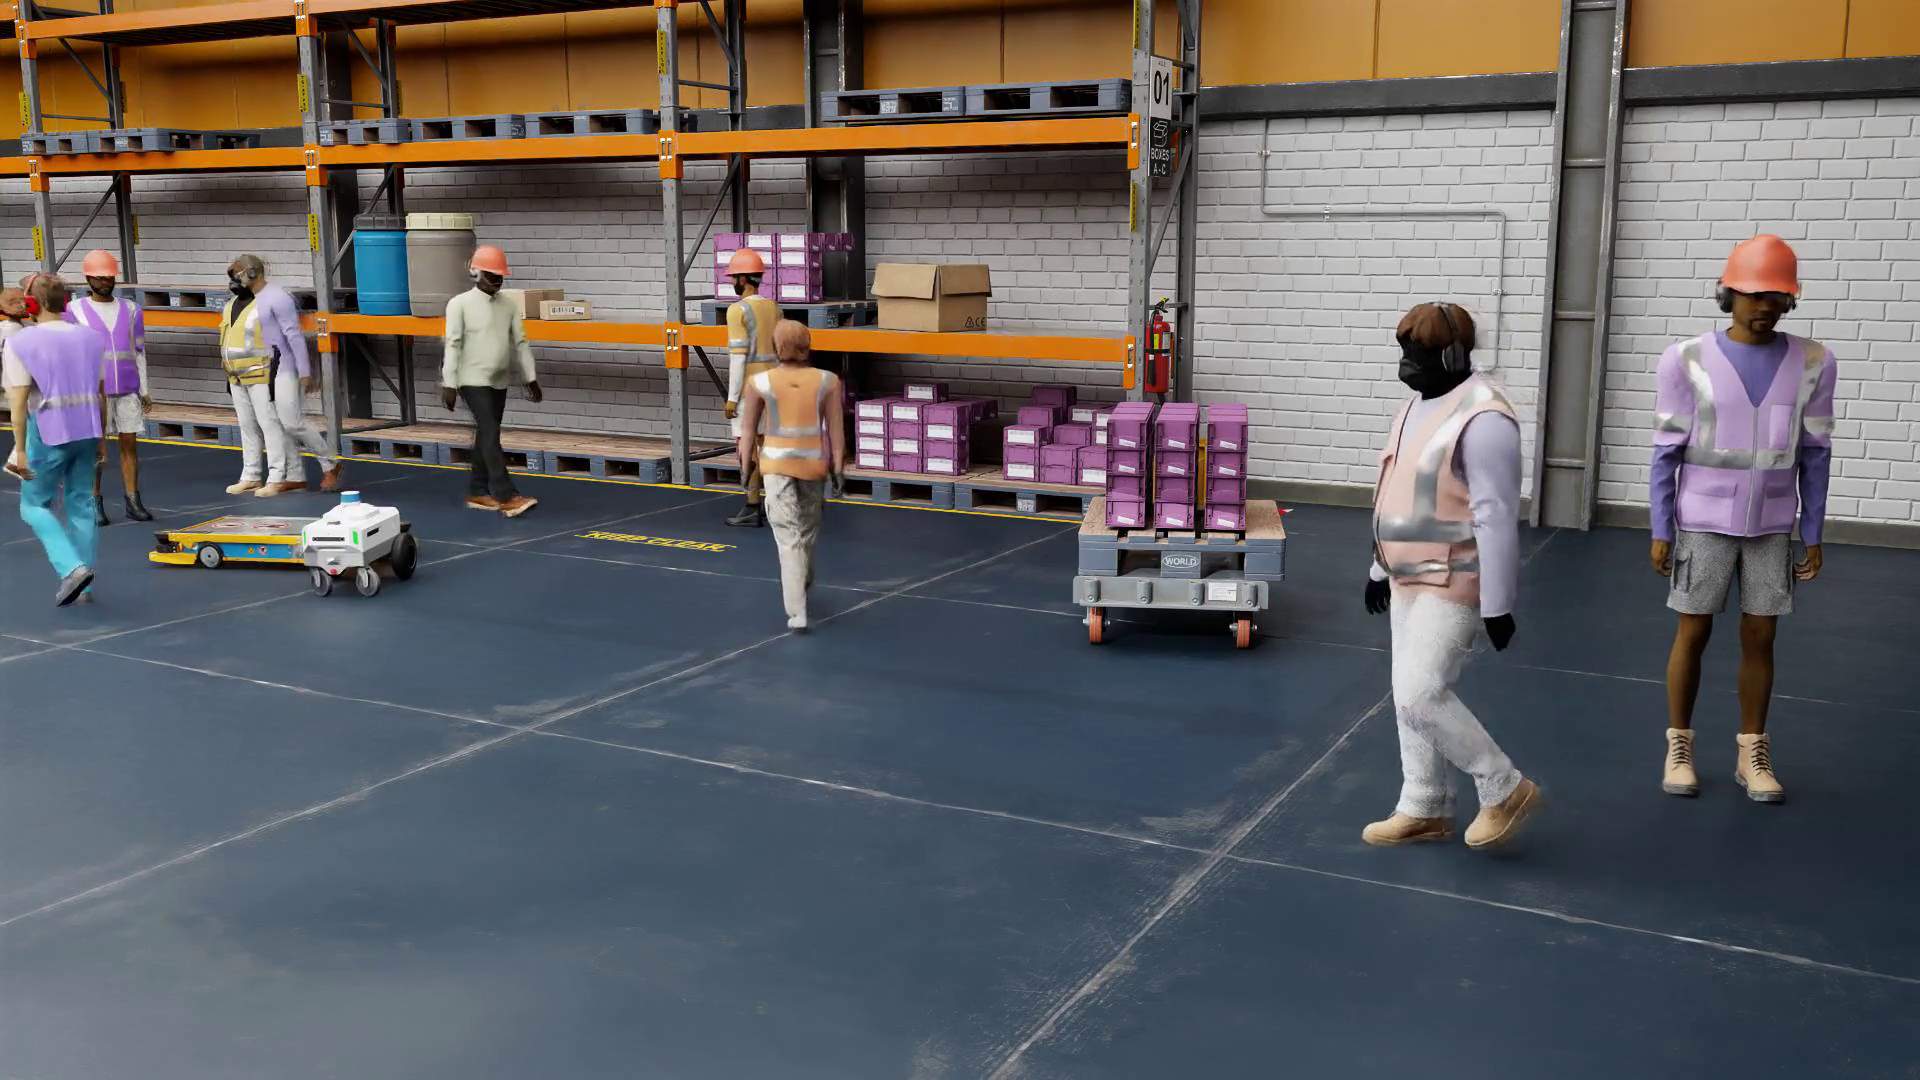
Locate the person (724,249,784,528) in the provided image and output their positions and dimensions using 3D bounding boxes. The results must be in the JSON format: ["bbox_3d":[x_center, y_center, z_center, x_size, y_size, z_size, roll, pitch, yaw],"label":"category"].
[{"bbox_3d":[-1.463,-1.051,11.641,0.392,1.938,0.553,6,12,28],"label":"person"}]

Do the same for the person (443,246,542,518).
[{"bbox_3d":[-3.333,-1.142,12.061,0.933,1.948,0.664,6,12,30],"label":"person"}]

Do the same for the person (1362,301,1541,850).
[{"bbox_3d":[1.567,0.142,5.391,0.461,1.825,0.650,-1,10,-5],"label":"person"}]

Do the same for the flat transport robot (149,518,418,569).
[{"bbox_3d":[-4.217,0.005,10.397,1.431,0.197,0.652,1,10,8],"label":"flat transport robot"}]

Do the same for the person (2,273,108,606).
[{"bbox_3d":[-4.883,-0.531,9.054,0.438,1.827,0.575,6,12,30],"label":"person"}]

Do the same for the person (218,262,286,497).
[{"bbox_3d":[-5.533,-1.257,13.010,0.619,1.845,0.430,6,12,31],"label":"person"}]

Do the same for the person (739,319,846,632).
[{"bbox_3d":[-0.889,-0.358,8.742,0.538,1.585,0.851,-3,11,-16],"label":"person"}]

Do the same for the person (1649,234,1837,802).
[{"bbox_3d":[2.786,-0.063,5.958,0.608,2.032,0.409,2,10,8],"label":"person"}]

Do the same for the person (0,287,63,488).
[{"bbox_3d":[-7.499,-1.214,13.363,0.426,1.628,0.521,-2,11,-12],"label":"person"}]

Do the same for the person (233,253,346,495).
[{"bbox_3d":[-5.301,-1.295,13.083,0.681,1.895,0.662,9,14,40],"label":"person"}]

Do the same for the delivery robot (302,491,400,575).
[{"bbox_3d":[-3.506,-0.038,9.598,0.477,0.478,0.707,0,10,1],"label":"delivery robot"}]

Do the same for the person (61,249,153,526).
[{"bbox_3d":[-5.984,-1.070,11.721,0.373,1.934,0.551,10,14,44],"label":"person"}]
